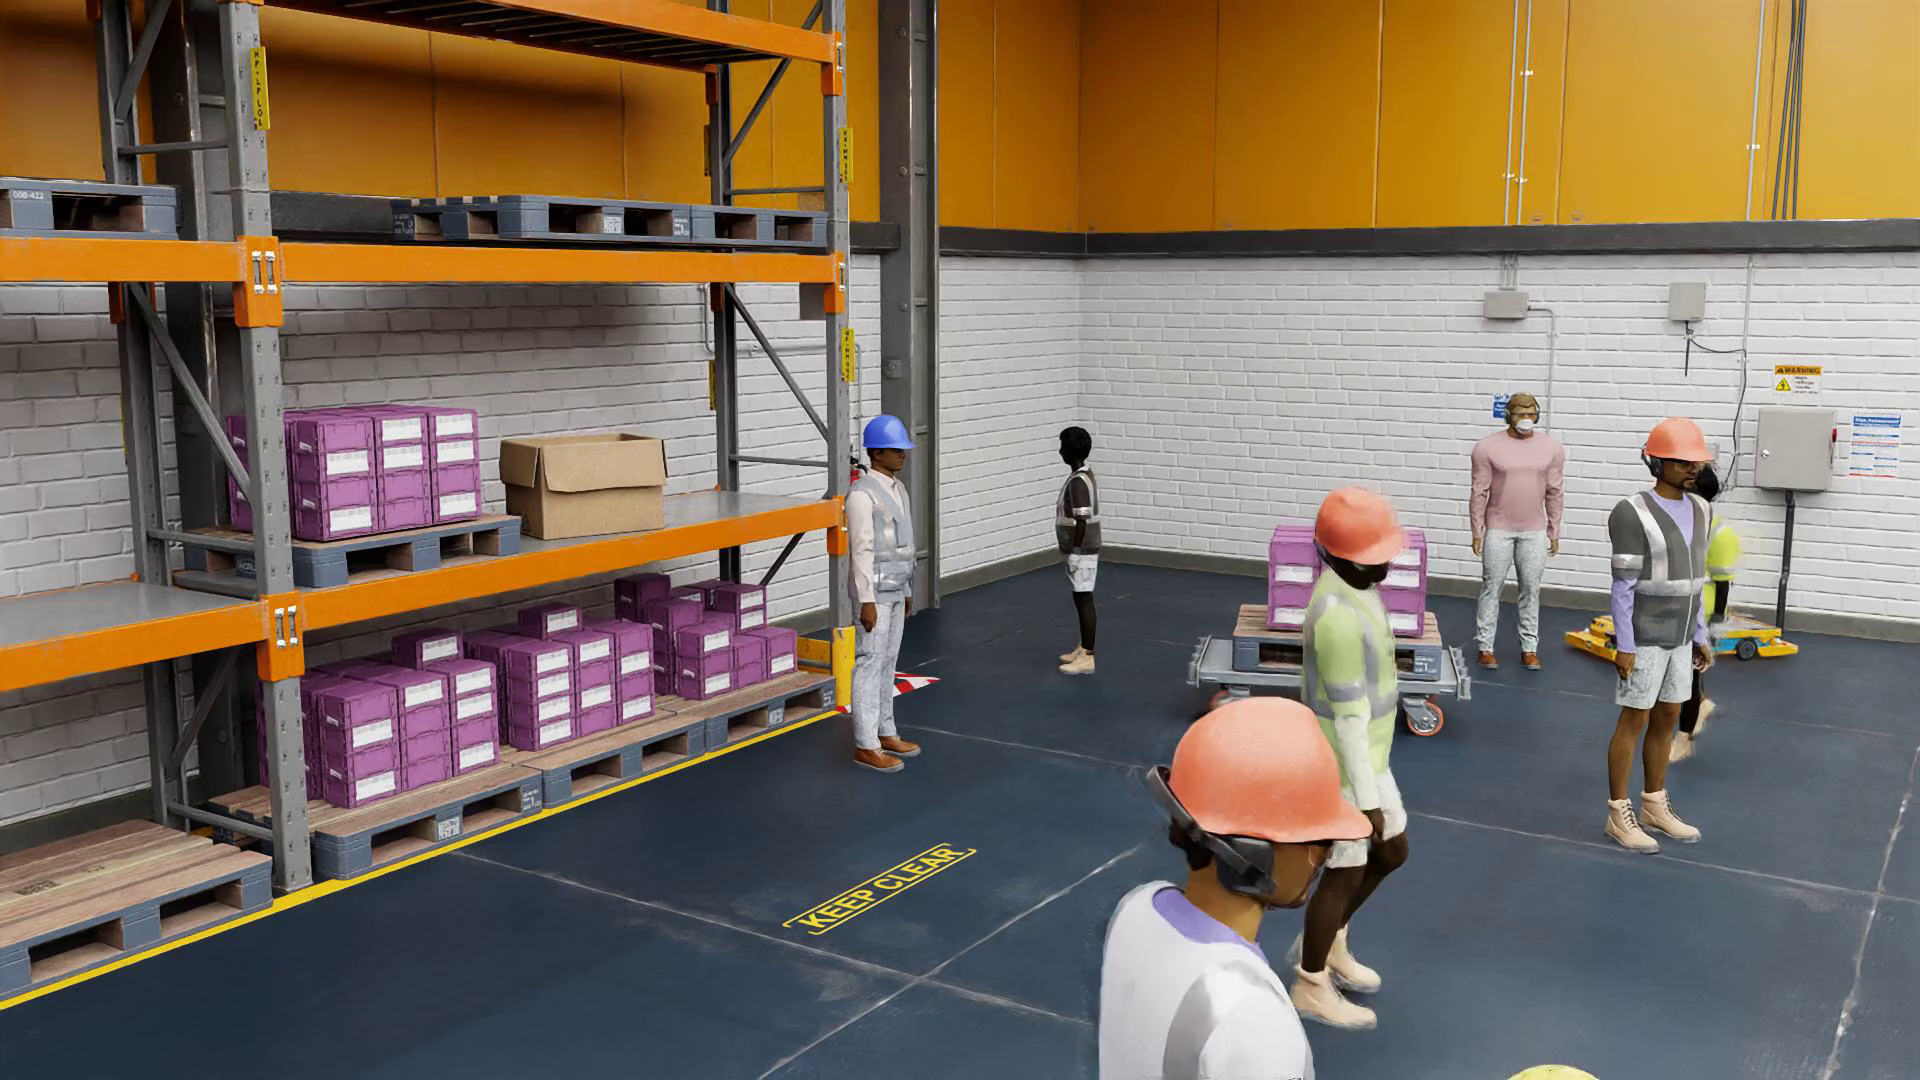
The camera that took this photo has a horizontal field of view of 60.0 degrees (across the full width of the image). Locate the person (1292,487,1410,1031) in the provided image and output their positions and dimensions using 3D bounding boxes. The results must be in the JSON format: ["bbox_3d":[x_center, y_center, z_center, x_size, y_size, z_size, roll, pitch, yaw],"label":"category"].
[{"bbox_3d":[1.371,0.781,5.844,0.410,1.988,0.731,4,9,23],"label":"person"}]

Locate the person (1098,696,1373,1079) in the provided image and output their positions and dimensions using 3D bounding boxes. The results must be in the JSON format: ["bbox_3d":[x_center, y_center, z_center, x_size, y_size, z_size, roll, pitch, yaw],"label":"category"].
[{"bbox_3d":[0.497,1.236,2.732,0.637,2.025,0.630,-3,9,-17],"label":"person"}]

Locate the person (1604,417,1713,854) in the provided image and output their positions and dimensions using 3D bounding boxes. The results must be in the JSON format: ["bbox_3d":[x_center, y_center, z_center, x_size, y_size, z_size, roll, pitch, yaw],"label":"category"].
[{"bbox_3d":[3.315,0.442,7.838,0.608,2.044,0.370,-5,10,-29],"label":"person"}]

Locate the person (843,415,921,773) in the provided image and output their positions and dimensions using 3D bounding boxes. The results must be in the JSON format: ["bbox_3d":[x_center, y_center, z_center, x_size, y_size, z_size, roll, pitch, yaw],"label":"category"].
[{"bbox_3d":[-0.429,0.284,9.173,0.387,1.948,0.602,3,9,17],"label":"person"}]

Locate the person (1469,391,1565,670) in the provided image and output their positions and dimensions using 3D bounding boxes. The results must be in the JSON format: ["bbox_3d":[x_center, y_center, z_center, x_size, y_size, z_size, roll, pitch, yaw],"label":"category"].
[{"bbox_3d":[3.830,-0.061,11.481,0.629,1.932,0.365,1,9,6],"label":"person"}]

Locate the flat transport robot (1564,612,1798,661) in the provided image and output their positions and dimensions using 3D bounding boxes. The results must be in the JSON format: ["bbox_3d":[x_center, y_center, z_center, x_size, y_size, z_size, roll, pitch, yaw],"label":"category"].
[{"bbox_3d":[5.185,0.688,11.975,1.431,0.197,0.652,-2,9,-10],"label":"flat transport robot"}]

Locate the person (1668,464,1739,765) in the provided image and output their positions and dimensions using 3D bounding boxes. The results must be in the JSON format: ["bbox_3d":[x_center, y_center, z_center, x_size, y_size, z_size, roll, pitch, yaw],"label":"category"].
[{"bbox_3d":[4.084,0.398,9.237,0.462,1.685,0.535,-3,9,-21],"label":"person"}]

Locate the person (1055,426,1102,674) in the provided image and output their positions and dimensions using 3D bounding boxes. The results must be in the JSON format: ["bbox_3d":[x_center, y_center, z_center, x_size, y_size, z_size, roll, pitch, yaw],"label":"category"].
[{"bbox_3d":[0.811,0.067,11.385,0.320,1.698,0.537,1,9,8],"label":"person"}]

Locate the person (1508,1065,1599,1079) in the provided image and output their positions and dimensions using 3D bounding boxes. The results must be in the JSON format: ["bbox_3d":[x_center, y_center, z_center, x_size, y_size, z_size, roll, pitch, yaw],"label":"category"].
[{"bbox_3d":[0.643,1.503,2.014,0.741,1.715,0.493,-7,11,-37],"label":"person"}]
